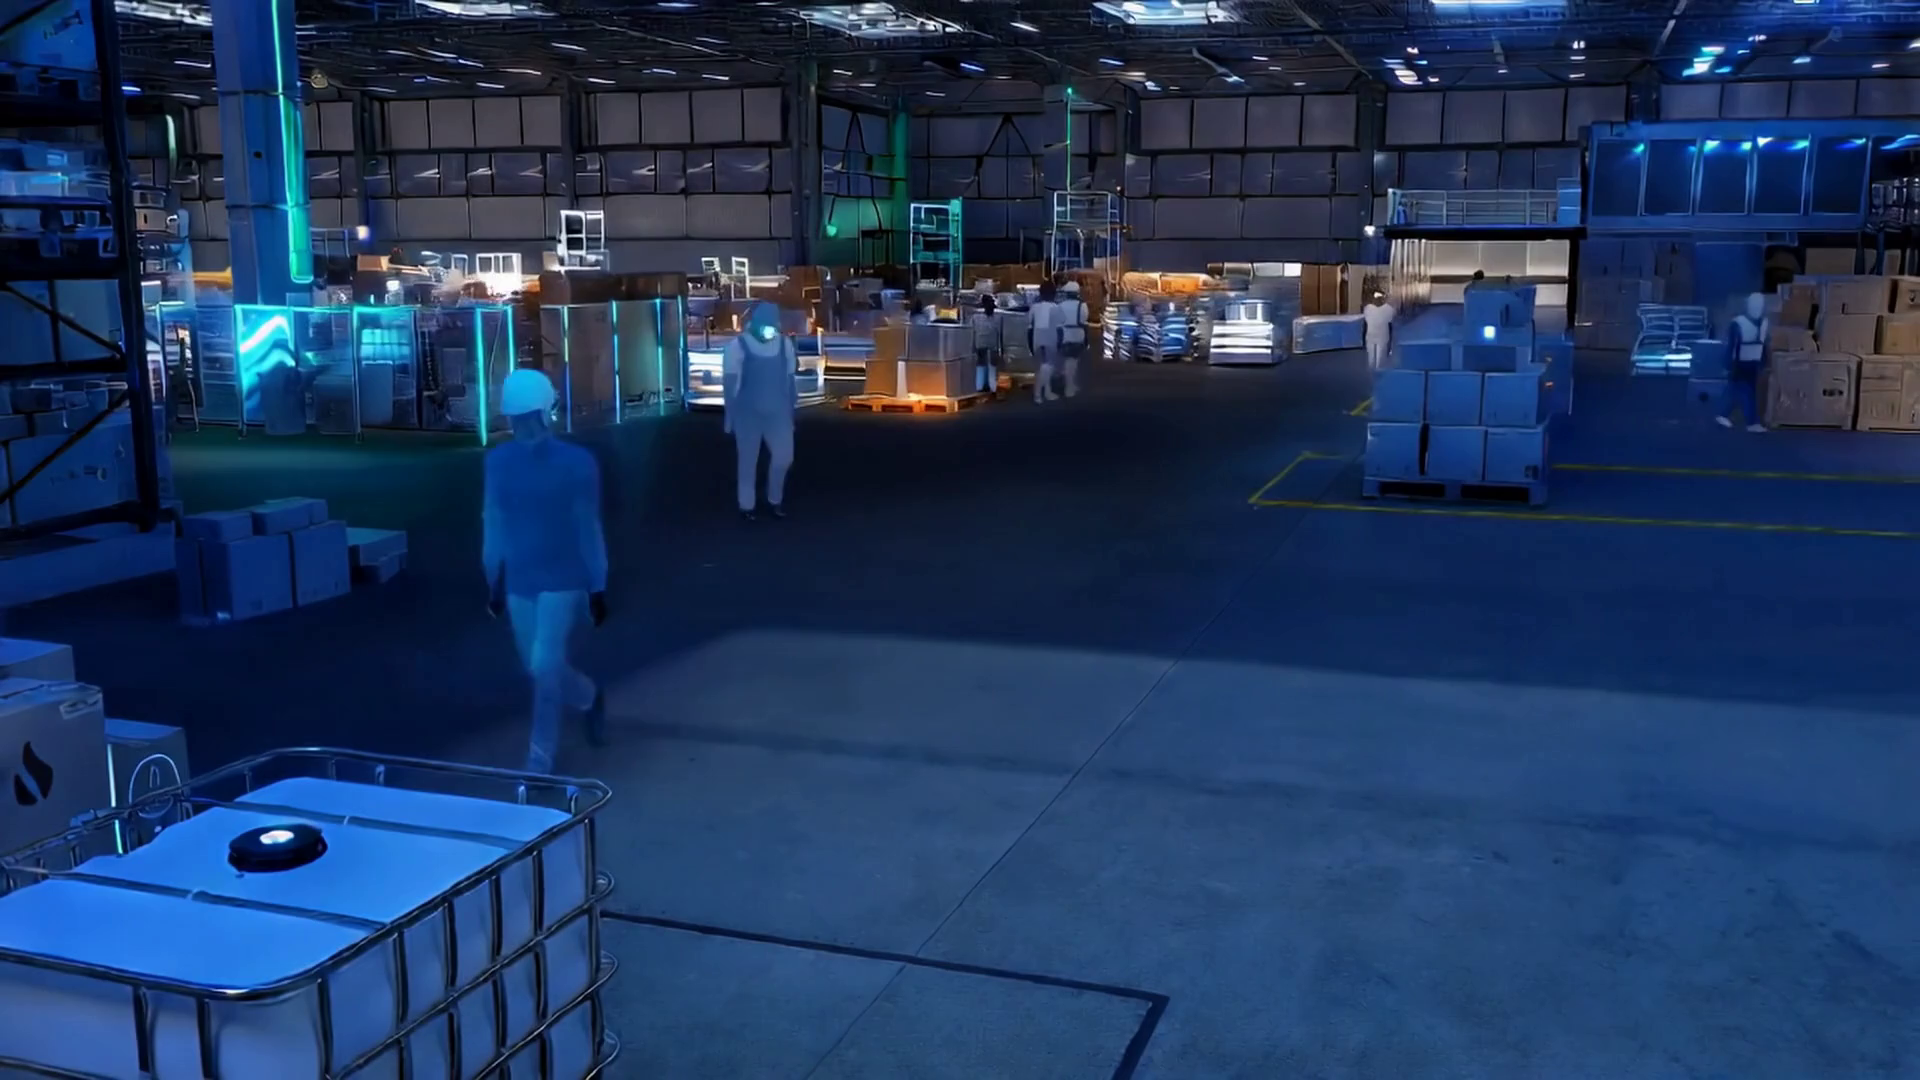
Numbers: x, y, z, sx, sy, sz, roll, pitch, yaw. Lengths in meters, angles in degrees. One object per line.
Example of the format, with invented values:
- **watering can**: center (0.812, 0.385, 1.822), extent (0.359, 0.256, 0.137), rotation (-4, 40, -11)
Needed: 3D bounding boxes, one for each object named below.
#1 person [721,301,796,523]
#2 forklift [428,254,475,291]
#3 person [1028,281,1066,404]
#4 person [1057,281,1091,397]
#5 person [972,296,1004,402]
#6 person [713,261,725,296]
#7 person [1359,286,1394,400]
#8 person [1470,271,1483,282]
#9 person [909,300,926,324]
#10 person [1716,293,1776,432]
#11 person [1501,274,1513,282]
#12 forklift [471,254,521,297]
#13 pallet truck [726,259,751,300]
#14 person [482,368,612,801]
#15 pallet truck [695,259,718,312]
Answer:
- **person**: center (-1.823, -1.175, 15.052), extent (0.770, 2.000, 0.539), rotation (-4, 11, -22)
- **forklift**: center (-20.133, -10.254, 65.465), extent (1.157, 1.987, 2.680), rotation (3, 11, 19)
- **person**: center (1.342, -3.111, 26.248), extent (0.606, 1.936, 0.937), rotation (7, 12, 33)
- **person**: center (1.895, -3.348, 27.674), extent (0.551, 1.898, 0.888), rotation (4, 11, 21)
- **person**: center (0.451, -3.047, 26.566), extent (0.536, 1.696, 0.318), rotation (-4, 11, -21)
- **person**: center (-8.763, -9.159, 60.396), extent (0.409, 1.909, 0.641), rotation (1, 10, 6)
- **person**: center (6.817, -3.220, 27.125), extent (0.524, 1.851, 0.668), rotation (6, 12, 32)
- **person**: center (11.516, -5.032, 37.110), extent (0.385, 1.930, 0.539), rotation (4, 11, 19)
- **person**: center (-0.653, -3.211, 27.782), extent (0.850, 1.594, 0.497), rotation (4, 11, 21)
- **person**: center (10.697, -2.426, 22.616), extent (0.586, 1.873, 0.986), rotation (-4, 11, -24)
- **person**: center (11.978, -4.900, 36.528), extent (0.535, 1.864, 0.309), rotation (-1, 10, -4)
- **forklift**: center (-17.990, -10.121, 64.684), extent (1.157, 1.987, 2.680), rotation (3, 11, 17)
- **pallet truck**: center (-7.986, -9.493, 62.019), extent (0.823, 1.965, 1.885), rotation (3, 11, 17)
- **person**: center (-1.899, 0.162, 7.770), extent (0.628, 1.963, 0.846), rotation (4, 11, 21)
- **pallet truck**: center (-9.165, -9.627, 62.776), extent (0.823, 1.965, 1.885), rotation (4, 11, 23)
